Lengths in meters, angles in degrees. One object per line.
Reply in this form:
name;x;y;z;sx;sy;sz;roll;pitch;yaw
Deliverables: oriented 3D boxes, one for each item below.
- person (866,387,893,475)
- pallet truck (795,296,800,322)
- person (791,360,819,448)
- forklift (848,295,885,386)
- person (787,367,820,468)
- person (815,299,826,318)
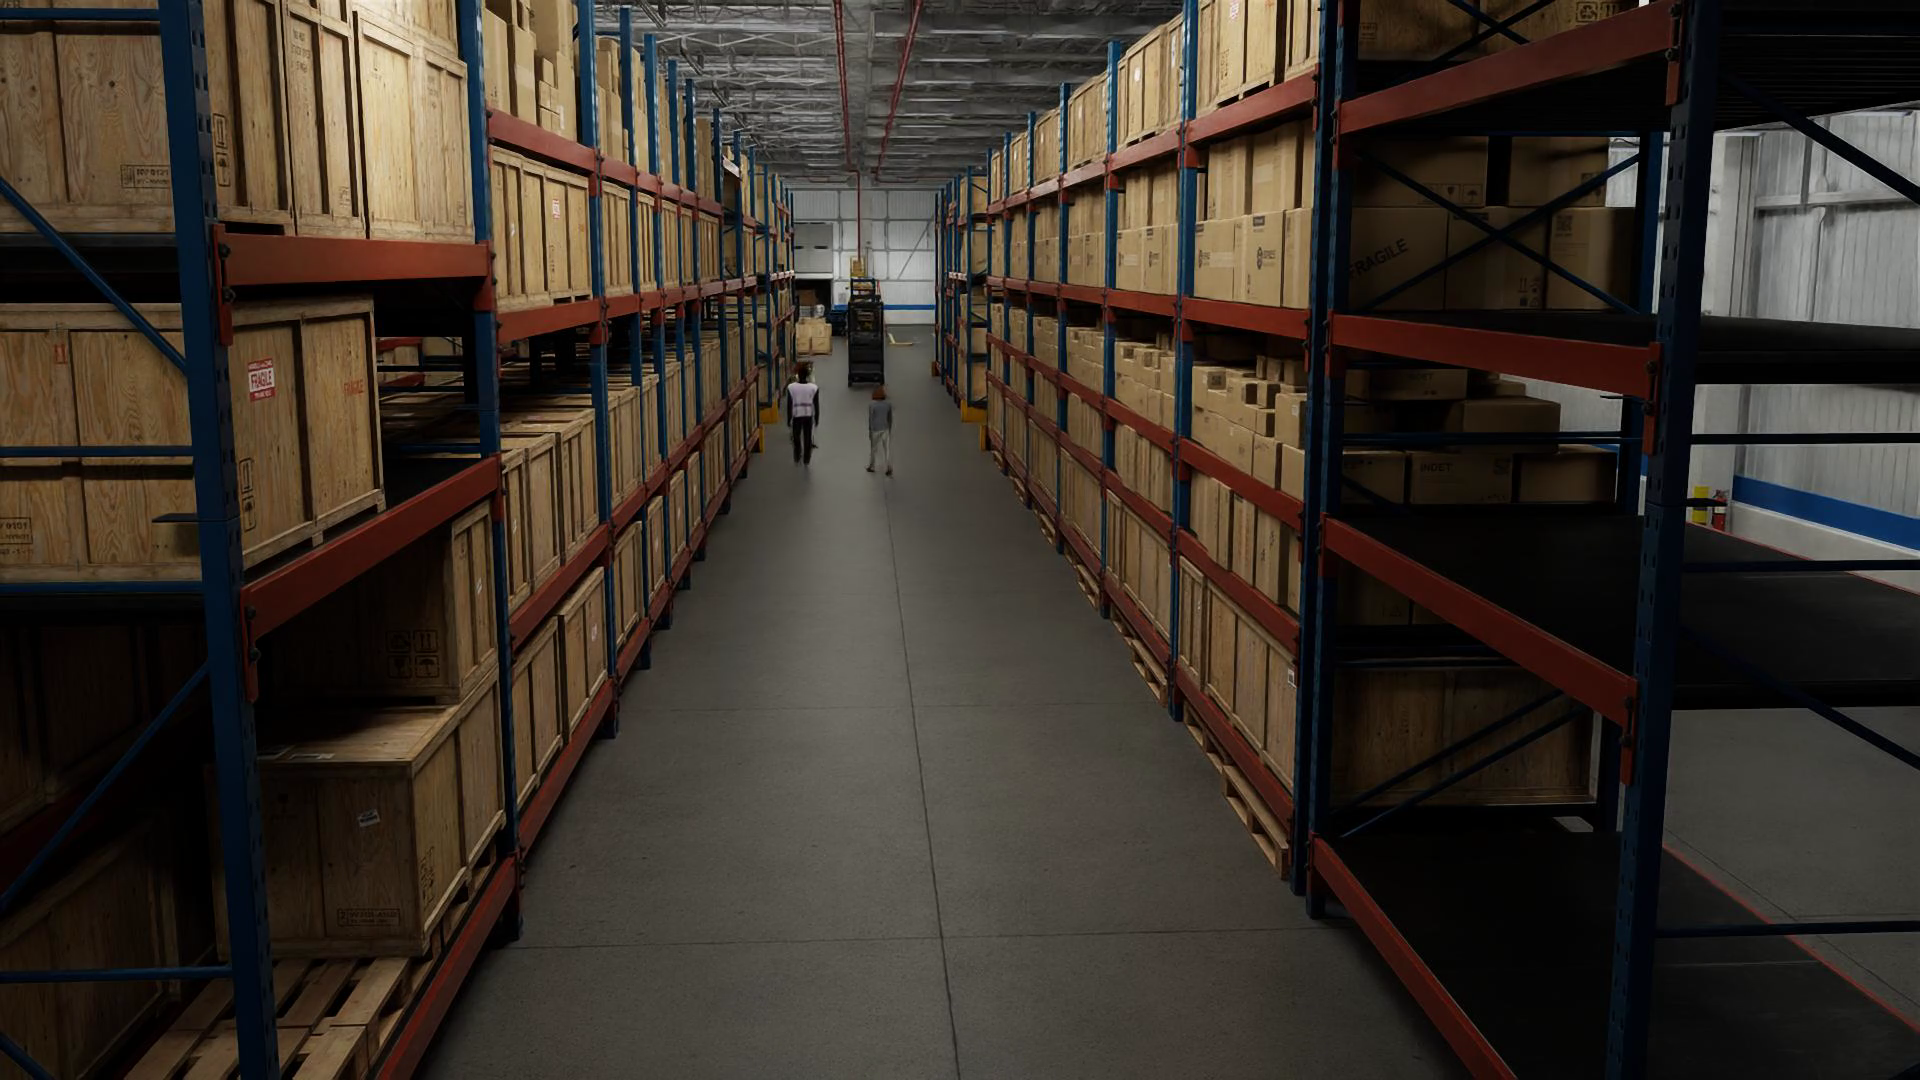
person;-1.434;-1.969;30.078;0.522;1.591;0.865;-5;11;-29
pallet truck;-8.622;-12.439;91.403;1.885;1.965;0.823;2;10;13
person;-3.204;-2.804;34.344;0.517;1.826;0.577;6;11;33
forklift;-2.932;-6.242;51.753;1.129;2.768;1.873;-1;10;-3
person;-2.959;-2.321;31.323;0.622;1.874;0.947;-2;10;-10
person;-7.410;-11.874;88.384;0.582;1.869;0.461;4;10;20
